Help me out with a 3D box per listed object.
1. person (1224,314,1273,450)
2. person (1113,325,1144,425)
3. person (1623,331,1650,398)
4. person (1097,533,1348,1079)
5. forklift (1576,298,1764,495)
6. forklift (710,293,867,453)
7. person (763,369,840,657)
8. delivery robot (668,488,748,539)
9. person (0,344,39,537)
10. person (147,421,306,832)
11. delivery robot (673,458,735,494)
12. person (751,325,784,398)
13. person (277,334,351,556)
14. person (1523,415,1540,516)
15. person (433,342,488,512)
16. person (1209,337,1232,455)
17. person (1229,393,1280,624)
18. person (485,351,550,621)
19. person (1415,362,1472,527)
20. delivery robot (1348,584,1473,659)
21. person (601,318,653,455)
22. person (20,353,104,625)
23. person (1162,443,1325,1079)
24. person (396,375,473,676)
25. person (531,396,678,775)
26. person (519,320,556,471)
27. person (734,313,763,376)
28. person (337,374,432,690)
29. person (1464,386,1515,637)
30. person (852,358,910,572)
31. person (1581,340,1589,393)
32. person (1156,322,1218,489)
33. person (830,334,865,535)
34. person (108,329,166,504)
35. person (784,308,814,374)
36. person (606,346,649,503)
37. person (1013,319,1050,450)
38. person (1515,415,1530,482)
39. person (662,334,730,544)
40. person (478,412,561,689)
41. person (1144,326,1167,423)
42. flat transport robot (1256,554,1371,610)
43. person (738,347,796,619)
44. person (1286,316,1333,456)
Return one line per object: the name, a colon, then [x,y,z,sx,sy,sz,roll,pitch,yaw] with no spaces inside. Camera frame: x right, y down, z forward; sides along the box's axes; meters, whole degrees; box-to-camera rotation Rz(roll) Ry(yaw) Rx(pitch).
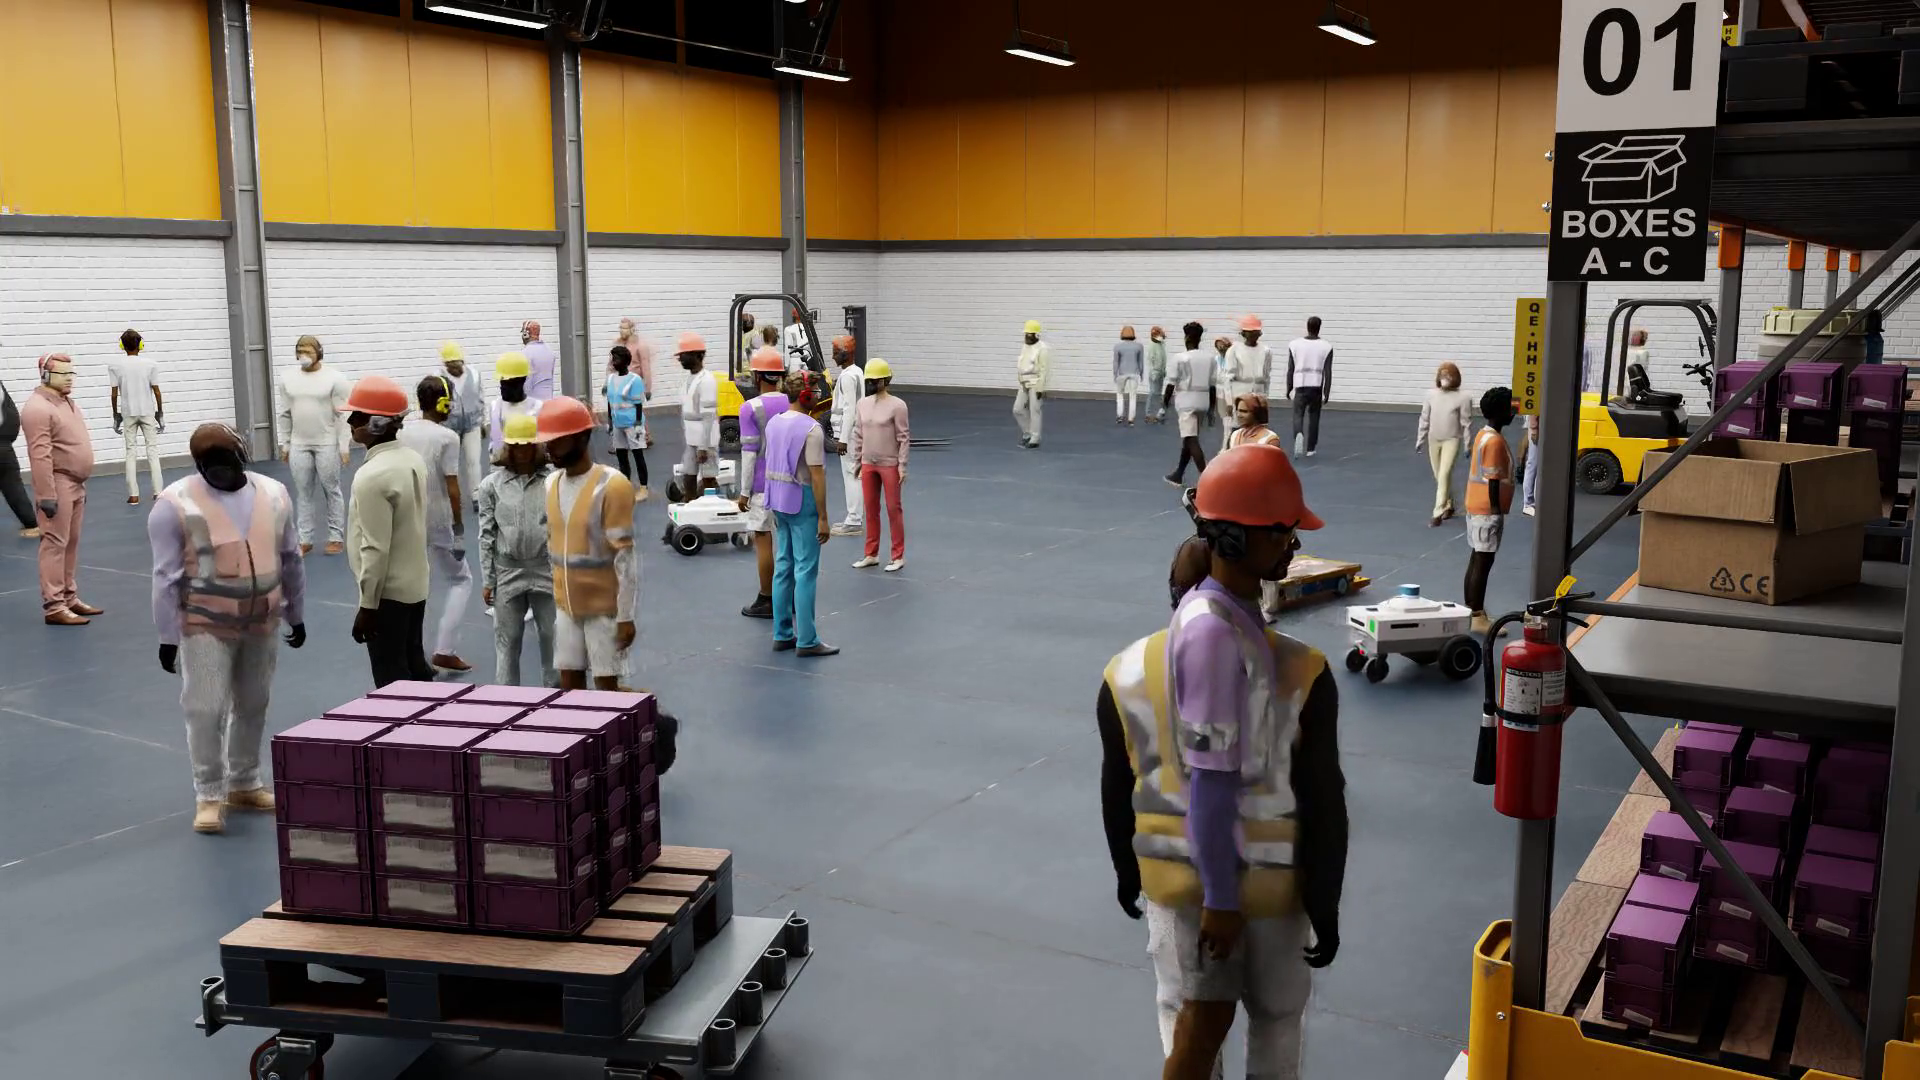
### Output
person: [3.436,-1.691,19.792,0.619,1.979,1.098,-2,9,-10]
person: [2.736,-2.679,27.074,0.515,1.619,0.521,0,9,0]
person: [10.084,-2.289,24.640,0.807,1.599,0.541,-3,10,-19]
person: [0.662,0.887,4.265,0.653,1.792,0.679,3,10,19]
forklift: [7.954,-1.589,18.462,2.313,2.155,1.214,5,11,30]
forklift: [-2.458,-2.344,23.176,2.313,2.155,1.214,0,9,-2]
person: [-1.051,-0.170,10.691,0.373,1.843,0.572,-8,12,-39]
delivery robot: [-2.207,-0.216,14.703,0.707,0.478,0.477,-3,10,-18]
person: [-8.955,-0.997,15.243,0.694,2.000,1.025,8,12,42]
person: [-3.219,0.375,7.368,0.440,1.822,0.692,7,12,38]
delivery robot: [-2.755,-0.735,17.937,0.477,0.478,0.707,6,11,33]
person: [-2.452,-1.864,21.434,0.522,1.805,0.934,4,10,24]
person: [-5.615,-0.822,14.477,0.634,1.937,0.364,0,9,1]
person: [5.946,-1.123,16.888,0.524,1.769,0.309,-8,12,-41]
person: [-5.157,-1.161,17.157,0.619,1.756,0.941,-4,10,-26]
person: [3.542,-1.912,22.283,0.536,1.598,0.741,7,11,36]
person: [2.057,-0.219,11.682,0.317,1.630,0.511,-5,10,-29]
person: [-3.133,-0.377,11.760,0.644,1.915,0.412,6,11,33]
person: [4.785,-0.948,16.363,0.507,1.610,0.782,8,12,43]
delivery robot: [2.743,0.513,10.149,0.707,0.478,0.477,-2,9,-13]
person: [-4.546,-2.128,22.901,0.654,1.859,1.005,7,11,35]
person: [-6.302,-0.361,11.707,0.399,1.905,0.643,-2,9,-10]
person: [0.693,0.772,4.198,0.391,2.040,0.615,2,9,11]
person: [-3.191,-0.069,10.047,0.562,1.842,0.545,3,10,19]
person: [-1.663,0.277,7.697,0.562,1.910,0.639,6,11,31]
person: [-5.035,-1.635,19.646,0.401,1.906,0.650,3,10,17]
person: [-3.299,-2.596,25.845,0.429,1.842,0.633,-5,11,-31]
person: [-2.637,0.236,7.685,0.376,1.997,0.612,0,9,1]
person: [3.608,-0.198,11.328,0.317,1.695,0.540,2,9,10]
person: [-0.669,-0.618,13.738,0.533,1.765,0.330,6,11,33]
person: [7.977,-1.944,21.557,0.783,1.917,0.635,0,9,0]
person: [2.600,-1.504,18.816,0.627,1.919,0.997,-6,11,-31]
person: [-1.054,-0.984,15.645,0.356,1.887,0.573,0,9,3]
person: [-8.757,-1.312,17.729,0.508,1.876,0.329,-4,10,-22]
person: [-2.746,-3.020,28.356,0.584,1.884,0.348,-7,11,-35]
person: [-3.584,-1.243,17.894,0.536,1.690,0.324,7,12,38]
person: [0.987,-2.148,23.102,0.458,1.819,0.626,-6,11,-31]
person: [6.908,-1.626,19.653,0.562,1.890,0.954,8,12,41]
person: [-2.398,-0.892,15.043,0.554,1.914,0.554,-5,10,-29]
person: [-2.251,0.202,8.691,0.493,1.742,0.298,-3,10,-18]
person: [3.300,-2.740,27.507,0.320,1.596,0.615,7,11,37]
flat transport robot: [2.452,0.308,12.605,0.652,0.197,1.431,9,13,44]
person: [-1.362,-0.406,11.878,0.354,1.939,0.544,9,13,43]
person: [4.660,-2.045,22.243,0.616,1.894,0.726,2,9,15]
